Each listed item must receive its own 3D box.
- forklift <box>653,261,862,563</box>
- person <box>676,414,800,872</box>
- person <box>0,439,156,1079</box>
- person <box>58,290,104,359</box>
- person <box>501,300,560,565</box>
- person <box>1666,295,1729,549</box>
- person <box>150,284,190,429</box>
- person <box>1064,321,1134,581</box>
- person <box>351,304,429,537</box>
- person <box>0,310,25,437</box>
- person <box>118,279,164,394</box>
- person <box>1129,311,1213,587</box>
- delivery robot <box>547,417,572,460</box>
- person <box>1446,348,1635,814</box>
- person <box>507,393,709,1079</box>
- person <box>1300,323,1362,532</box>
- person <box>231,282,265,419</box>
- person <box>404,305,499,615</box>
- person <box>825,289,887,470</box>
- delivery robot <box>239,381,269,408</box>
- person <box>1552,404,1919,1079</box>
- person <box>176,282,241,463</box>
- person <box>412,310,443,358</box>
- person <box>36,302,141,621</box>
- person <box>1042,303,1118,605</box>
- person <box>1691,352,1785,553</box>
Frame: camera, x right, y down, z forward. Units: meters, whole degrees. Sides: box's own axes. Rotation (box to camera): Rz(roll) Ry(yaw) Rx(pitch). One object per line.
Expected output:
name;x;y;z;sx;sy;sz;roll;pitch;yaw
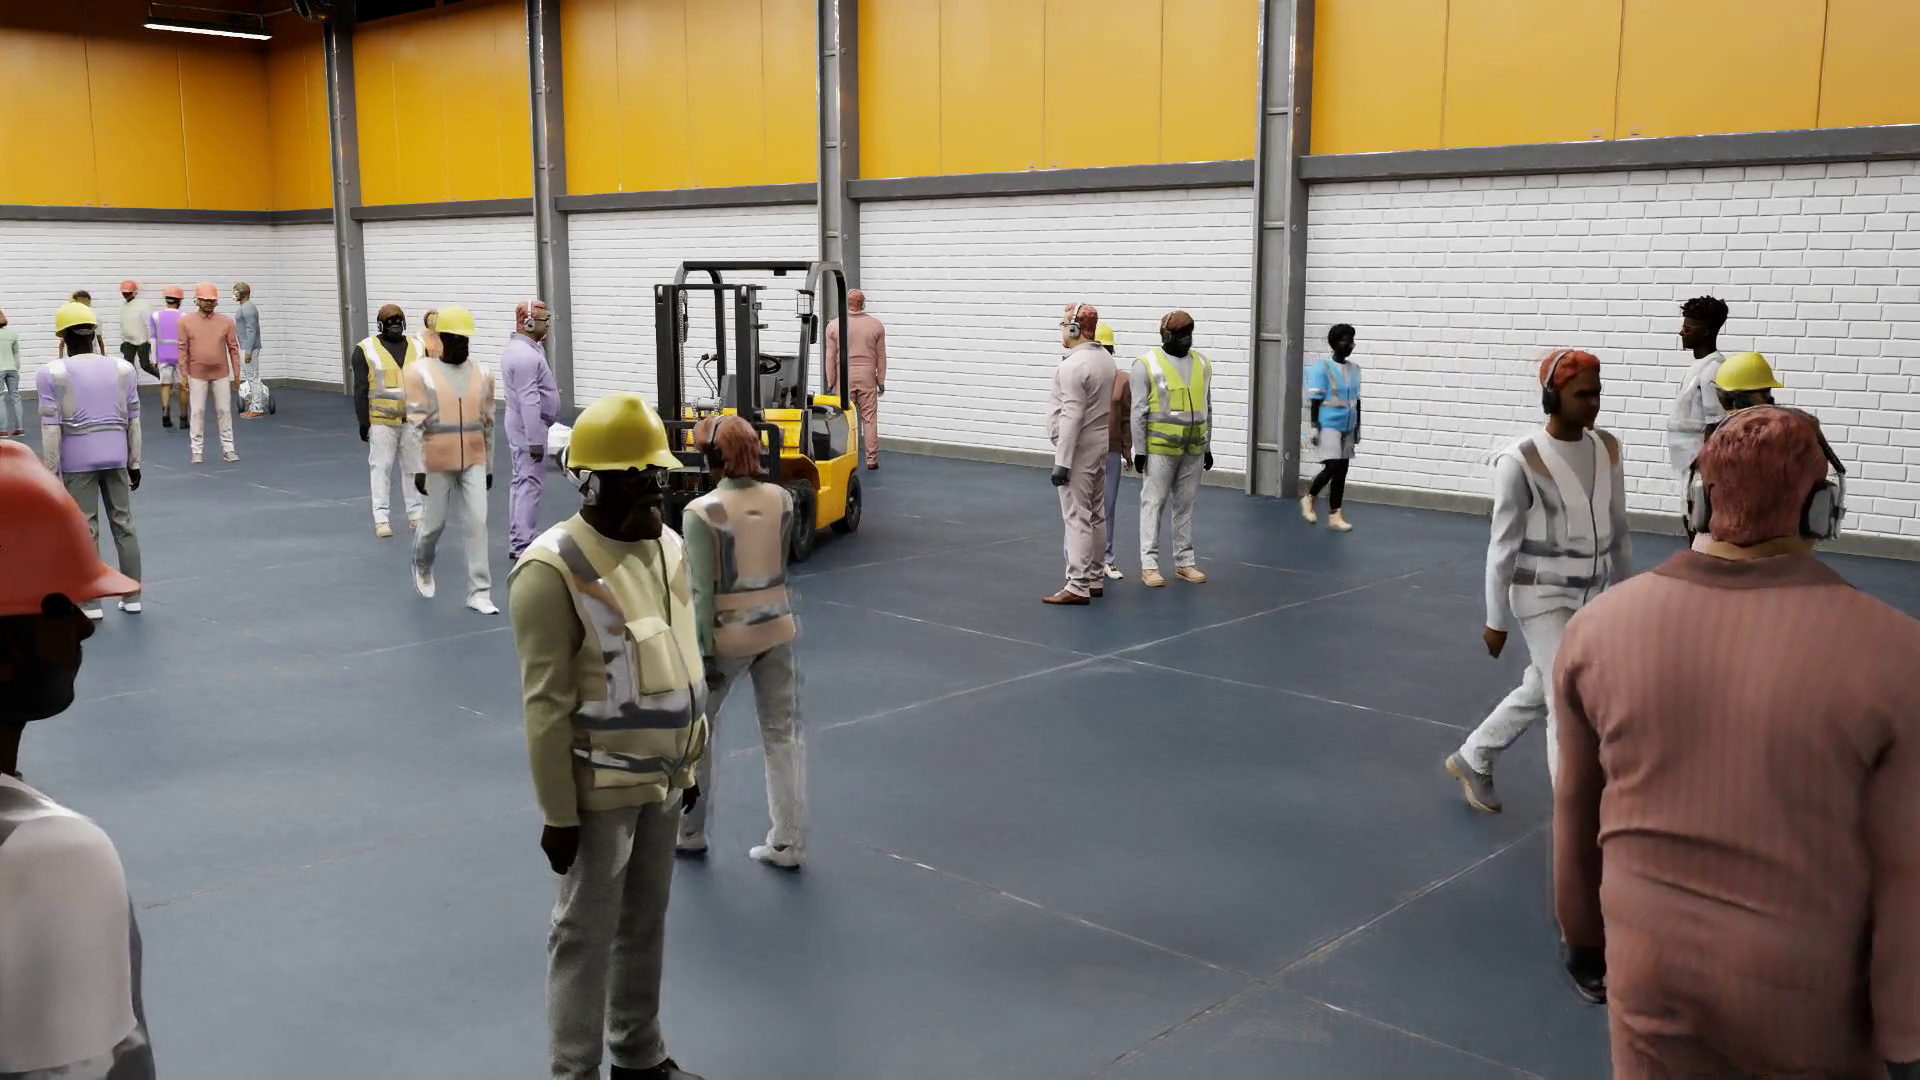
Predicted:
forklift;-1.552;-1.040;12.721;1.214;2.155;2.313;2;9;11
person;-0.831;0.358;5.934;0.710;1.612;0.521;9;13;43
person;-1.064;0.854;1.891;0.545;1.939;0.374;5;10;28
person;-11.337;-2.289;21.458;0.560;1.834;0.786;-4;10;-25
person;-3.069;-0.767;11.964;0.397;1.901;0.645;-3;10;-20
person;4.376;-0.461;9.865;0.366;1.967;0.602;3;10;18
person;-10.328;-2.395;21.879;0.570;1.916;0.530;-1;9;-8
person;0.938;-0.599;11.323;0.526;1.768;0.330;-2;10;-14
person;-4.497;-0.954;13.274;0.633;1.843;0.429;-8;12;-39
person;-12.090;-2.110;20.989;0.276;1.632;0.504;4;10;26
person;-13.321;-3.255;27.045;0.657;1.959;0.818;3;10;17
person;1.440;-0.612;11.178;0.633;1.841;0.429;-4;10;-25
delivery robot;-4.289;-1.056;17.541;0.707;0.478;0.477;1;9;5
person;2.142;0.214;6.119;0.584;1.851;0.944;-6;11;-31
person;-0.811;0.559;4.022;0.403;1.831;0.597;4;10;22
person;3.028;-0.907;13.433;0.551;1.685;0.392;-6;11;-33
person;-10.074;-2.679;23.549;0.352;1.937;0.635;-4;10;-24
person;-3.168;-0.511;10.356;0.589;1.904;0.820;-7;11;-36
person;-1.095;-1.682;17.520;0.650;1.913;0.409;-2;9;-10
delivery robot;-10.354;-2.170;24.375;0.477;0.478;0.707;-5;11;-29
person;1.337;0.715;2.853;0.458;1.893;0.681;-9;13;-43
person;-8.189;-1.819;18.174;0.630;1.981;0.434;-5;11;-30
person;-6.219;-1.903;19.709;0.522;1.639;0.306;-5;10;-28
person;-5.252;-0.469;10.060;0.375;1.919;0.584;7;12;37
person;0.744;-0.543;10.549;0.410;1.909;0.643;4;10;24
person;3.306;0.084;7.130;0.306;1.772;0.525;6;11;32
